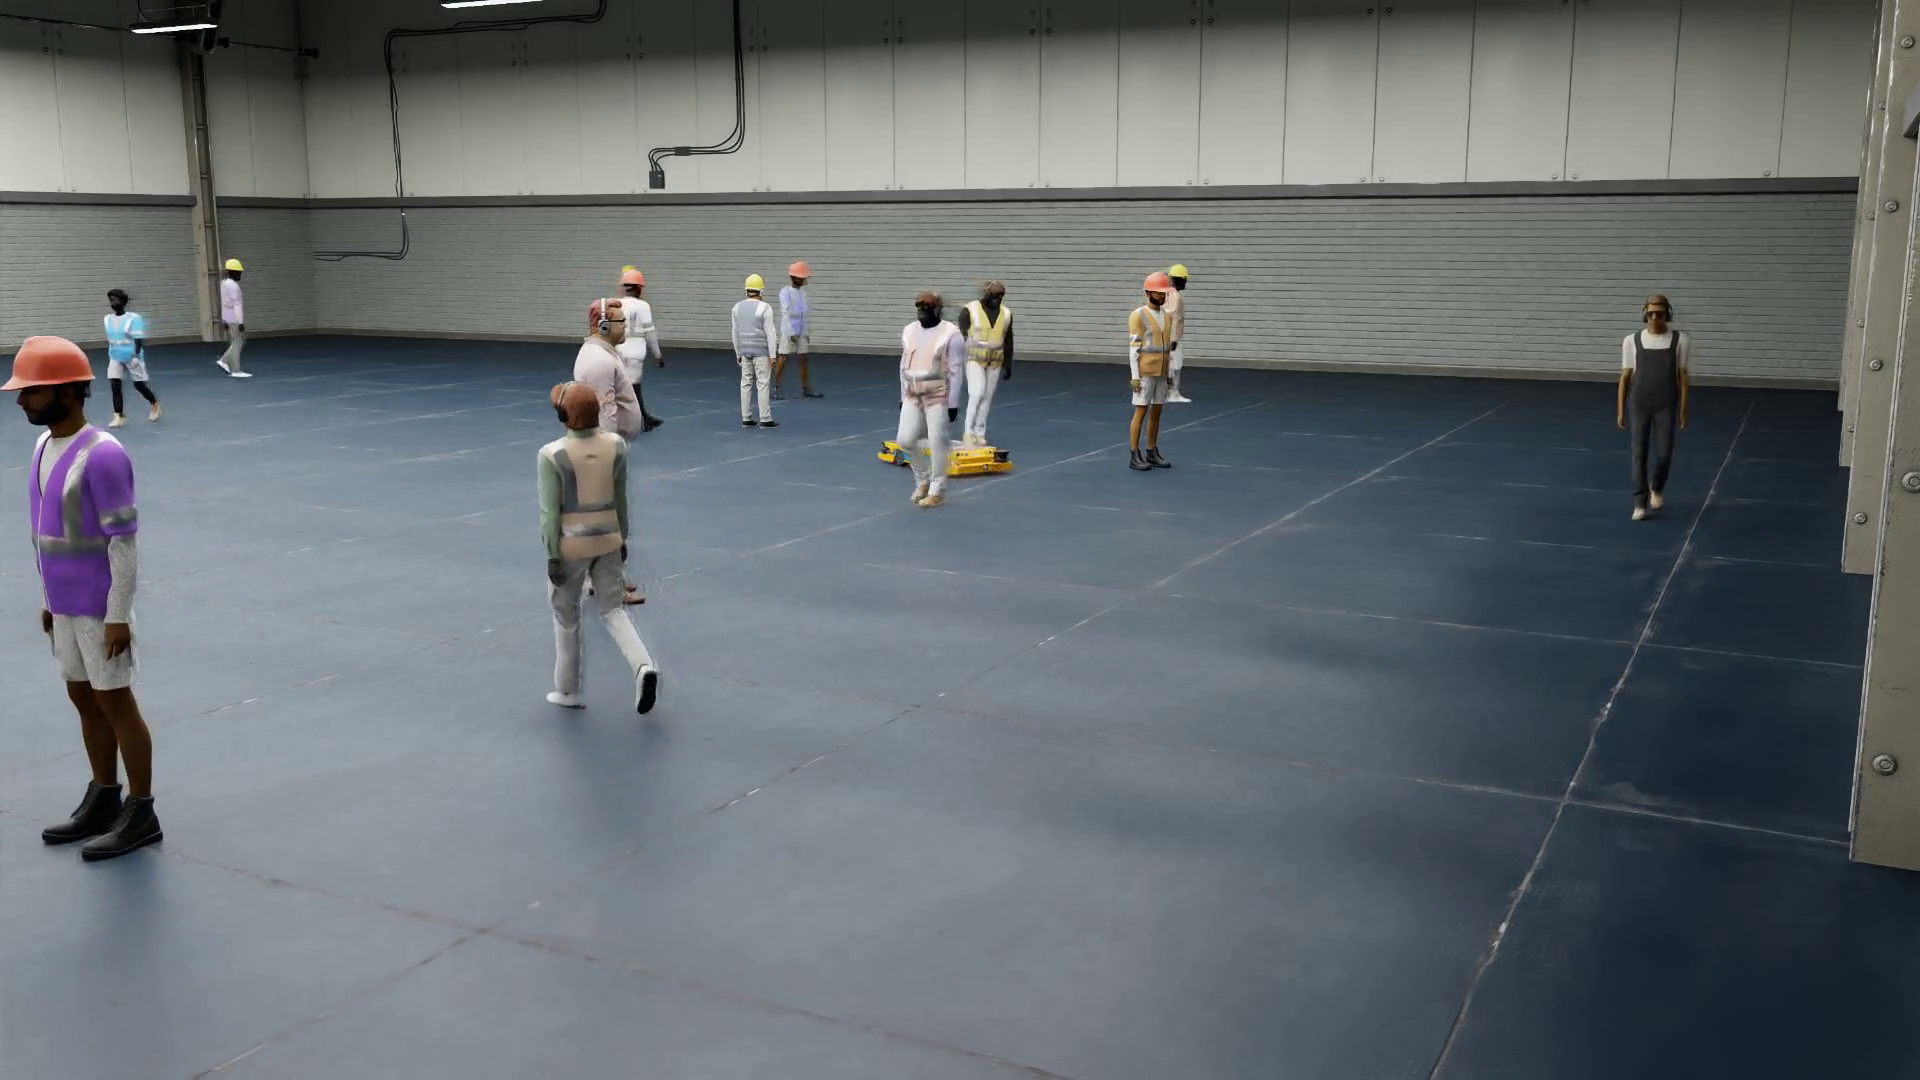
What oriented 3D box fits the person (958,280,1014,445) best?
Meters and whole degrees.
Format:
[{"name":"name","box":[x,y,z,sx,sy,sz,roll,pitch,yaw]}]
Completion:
[{"name":"person","box":[0.275,-1.908,18.092,0.691,1.807,0.526,-5,11,-25]}]

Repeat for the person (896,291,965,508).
[{"name":"person","box":[-0.261,-1.181,14.050,0.651,1.832,0.447,7,12,34]}]

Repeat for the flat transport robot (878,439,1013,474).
[{"name":"flat transport robot","box":[-0.162,-0.845,16.481,0.652,0.197,1.431,-7,13,-34]}]

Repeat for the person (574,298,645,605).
[{"name":"person","box":[-2.198,-0.558,10.451,0.399,1.909,0.642,-3,11,-16]}]

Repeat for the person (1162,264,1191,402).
[{"name":"person","box":[2.857,-2.814,22.766,0.608,1.911,0.592,0,10,-2]}]

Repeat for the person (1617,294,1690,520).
[{"name":"person","box":[5.608,-1.074,13.470,0.539,1.828,0.455,5,11,25]}]

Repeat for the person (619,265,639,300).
[{"name":"person","box":[-6.167,-4.277,31.145,0.551,1.745,0.454,9,14,42]}]

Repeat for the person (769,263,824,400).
[{"name":"person","box":[-2.341,-2.922,23.353,0.508,1.915,0.775,8,13,36]}]

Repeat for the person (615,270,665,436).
[{"name":"person","box":[-3.682,-2.138,19.112,0.570,1.891,0.958,8,13,36]}]

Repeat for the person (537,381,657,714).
[{"name":"person","box":[-1.752,0.048,7.928,0.521,1.618,0.686,-10,14,-43]}]

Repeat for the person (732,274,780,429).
[{"name":"person","box":[-2.415,-2.233,19.776,0.600,1.835,0.404,6,12,29]}]

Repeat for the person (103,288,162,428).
[{"name":"person","box":[-10.022,-2.204,20.083,0.534,1.669,0.738,1,10,7]}]

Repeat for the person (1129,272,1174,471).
[{"name":"person","box":[1.904,-1.649,16.320,0.551,1.935,0.375,-9,13,-39]}]

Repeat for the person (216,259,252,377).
[{"name":"person","box":[-11.758,-3.583,26.930,0.452,1.915,0.589,-7,12,-32]}]

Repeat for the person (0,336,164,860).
[{"name":"person","box":[-3.254,0.218,6.141,0.551,1.934,0.373,8,13,36]}]
